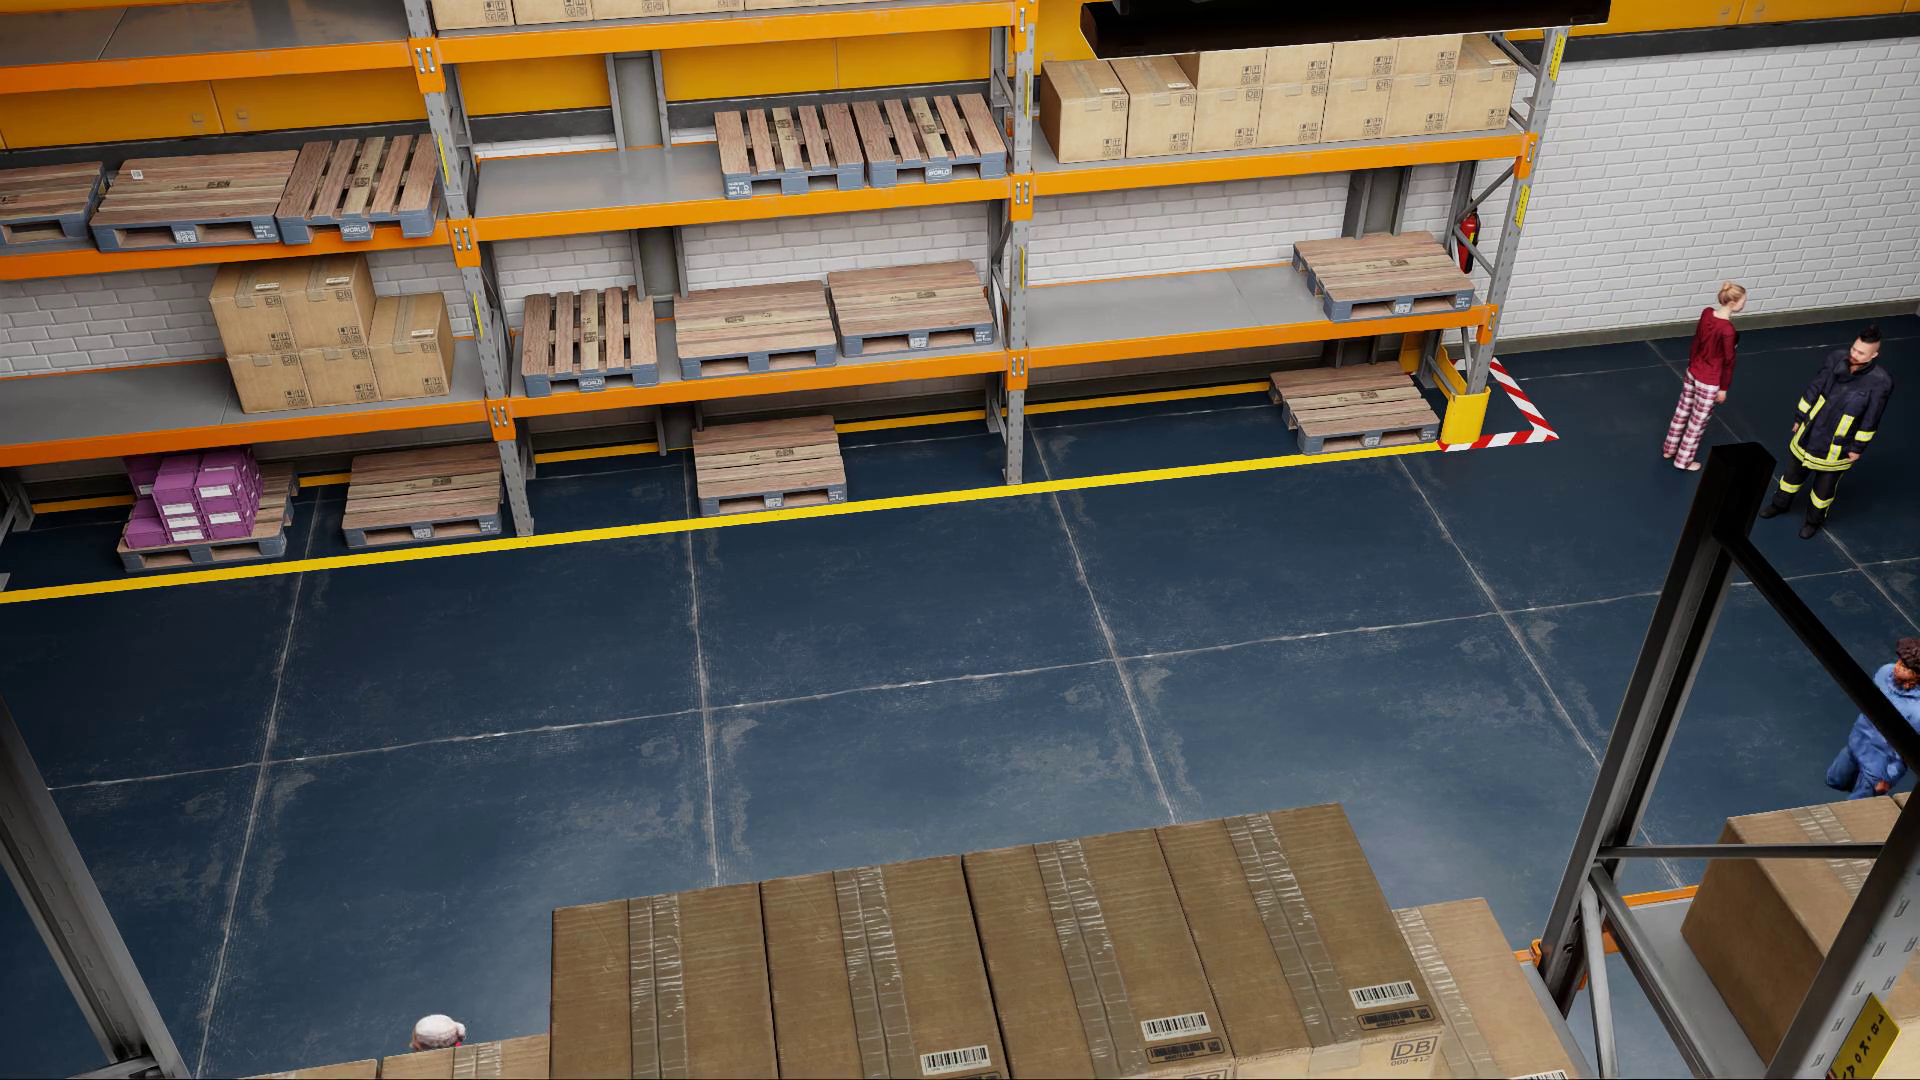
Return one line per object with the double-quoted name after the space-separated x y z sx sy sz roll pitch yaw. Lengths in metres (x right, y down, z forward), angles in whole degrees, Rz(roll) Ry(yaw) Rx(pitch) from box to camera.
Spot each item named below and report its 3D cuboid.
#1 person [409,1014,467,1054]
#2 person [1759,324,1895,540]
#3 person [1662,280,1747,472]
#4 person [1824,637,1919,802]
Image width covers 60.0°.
-2.414 2.878 8.341 1.007 1.669 0.561 -9 39 -11 "person"
6.768 -0.877 12.883 0.860 1.867 0.862 -24 44 -27 "person"
6.102 -1.349 13.606 0.498 1.703 0.624 -8 39 -10 "person"
5.718 1.296 10.221 0.865 1.795 0.717 -3 39 -4 "person"
